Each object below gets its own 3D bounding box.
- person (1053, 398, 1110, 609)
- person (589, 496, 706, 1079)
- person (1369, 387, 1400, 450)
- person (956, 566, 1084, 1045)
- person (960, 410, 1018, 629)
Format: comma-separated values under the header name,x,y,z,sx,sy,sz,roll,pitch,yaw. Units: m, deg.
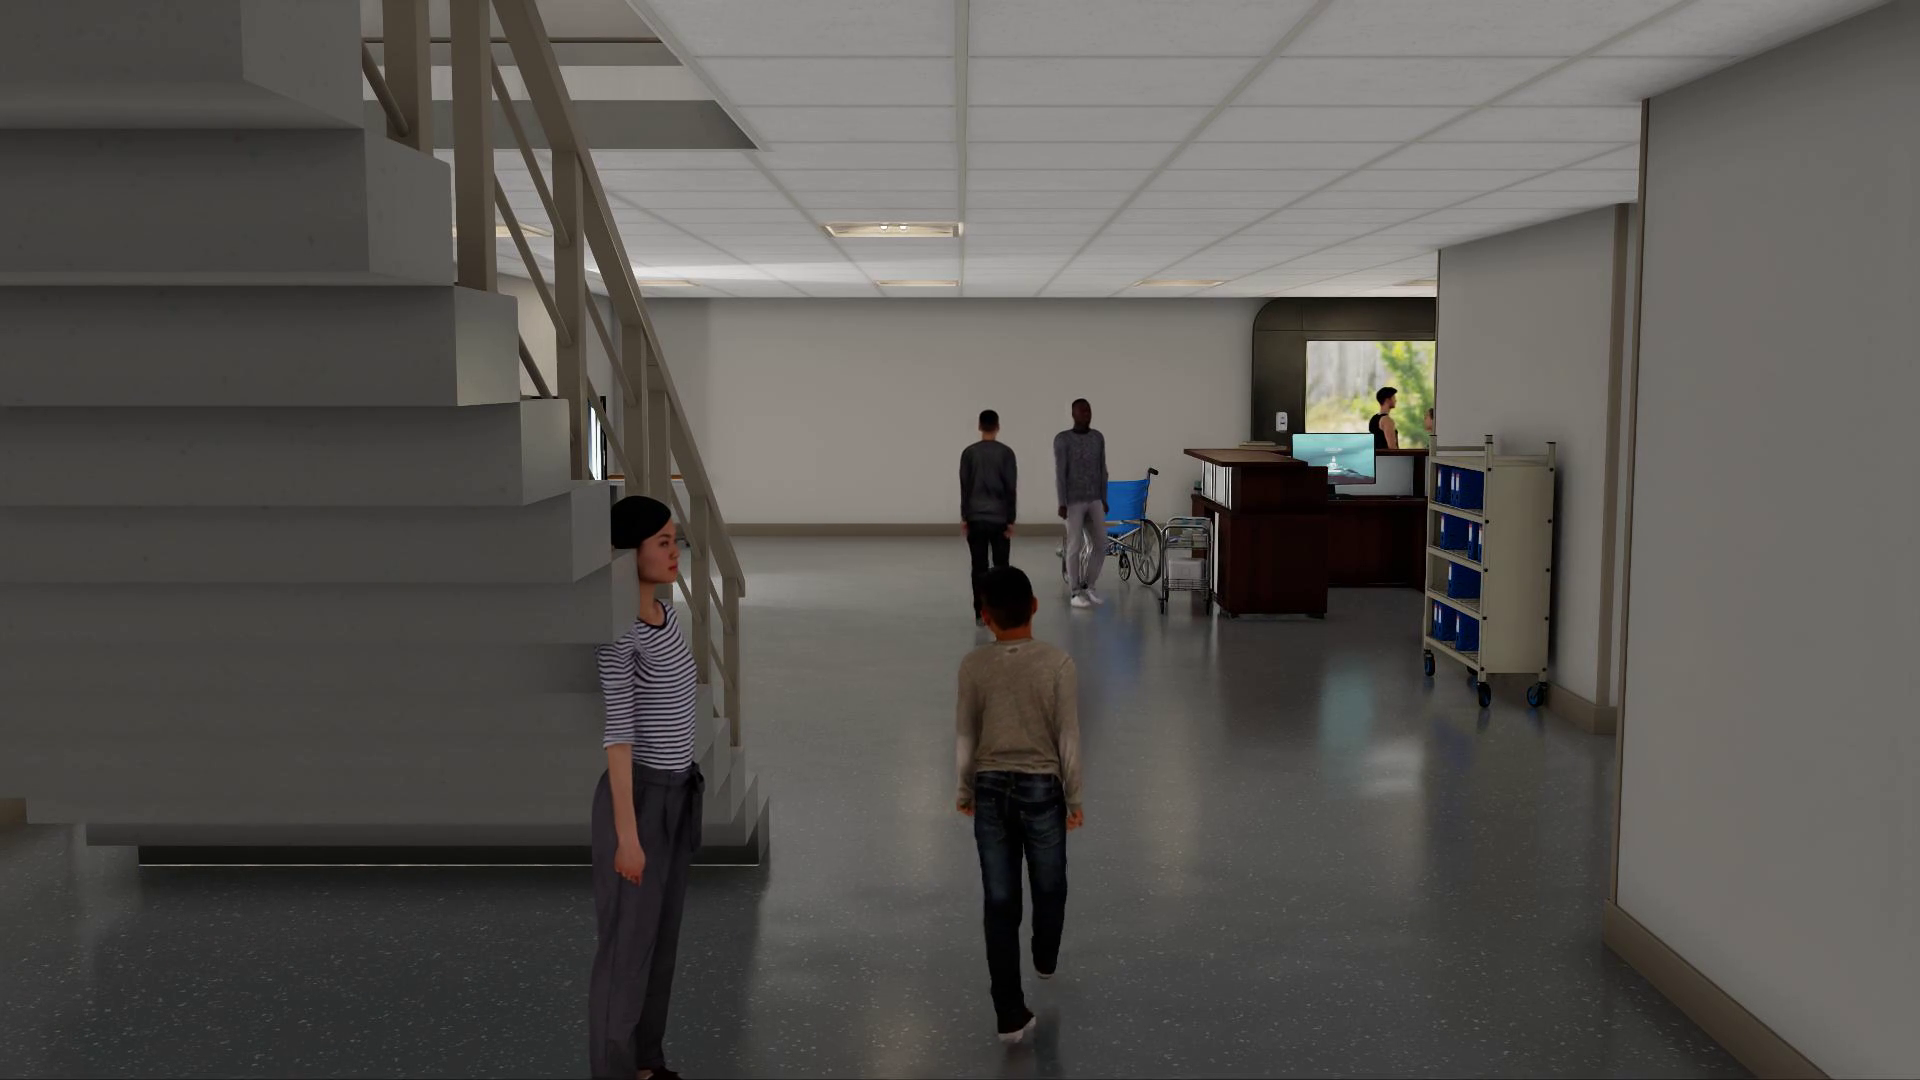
name,x,y,z,sx,sy,sz,roll,pitch,yaw
person,1.032,-0.331,14.657,0.810,1.830,0.772,-3,6,-27
person,-0.873,0.739,4.505,0.683,1.733,0.495,1,6,8
person,4.960,-0.847,19.476,0.788,1.892,0.590,-1,6,-11
person,0.167,0.829,5.123,0.634,1.430,1.018,1,6,9
person,0.215,-0.152,13.286,0.648,1.749,0.755,0,6,5
